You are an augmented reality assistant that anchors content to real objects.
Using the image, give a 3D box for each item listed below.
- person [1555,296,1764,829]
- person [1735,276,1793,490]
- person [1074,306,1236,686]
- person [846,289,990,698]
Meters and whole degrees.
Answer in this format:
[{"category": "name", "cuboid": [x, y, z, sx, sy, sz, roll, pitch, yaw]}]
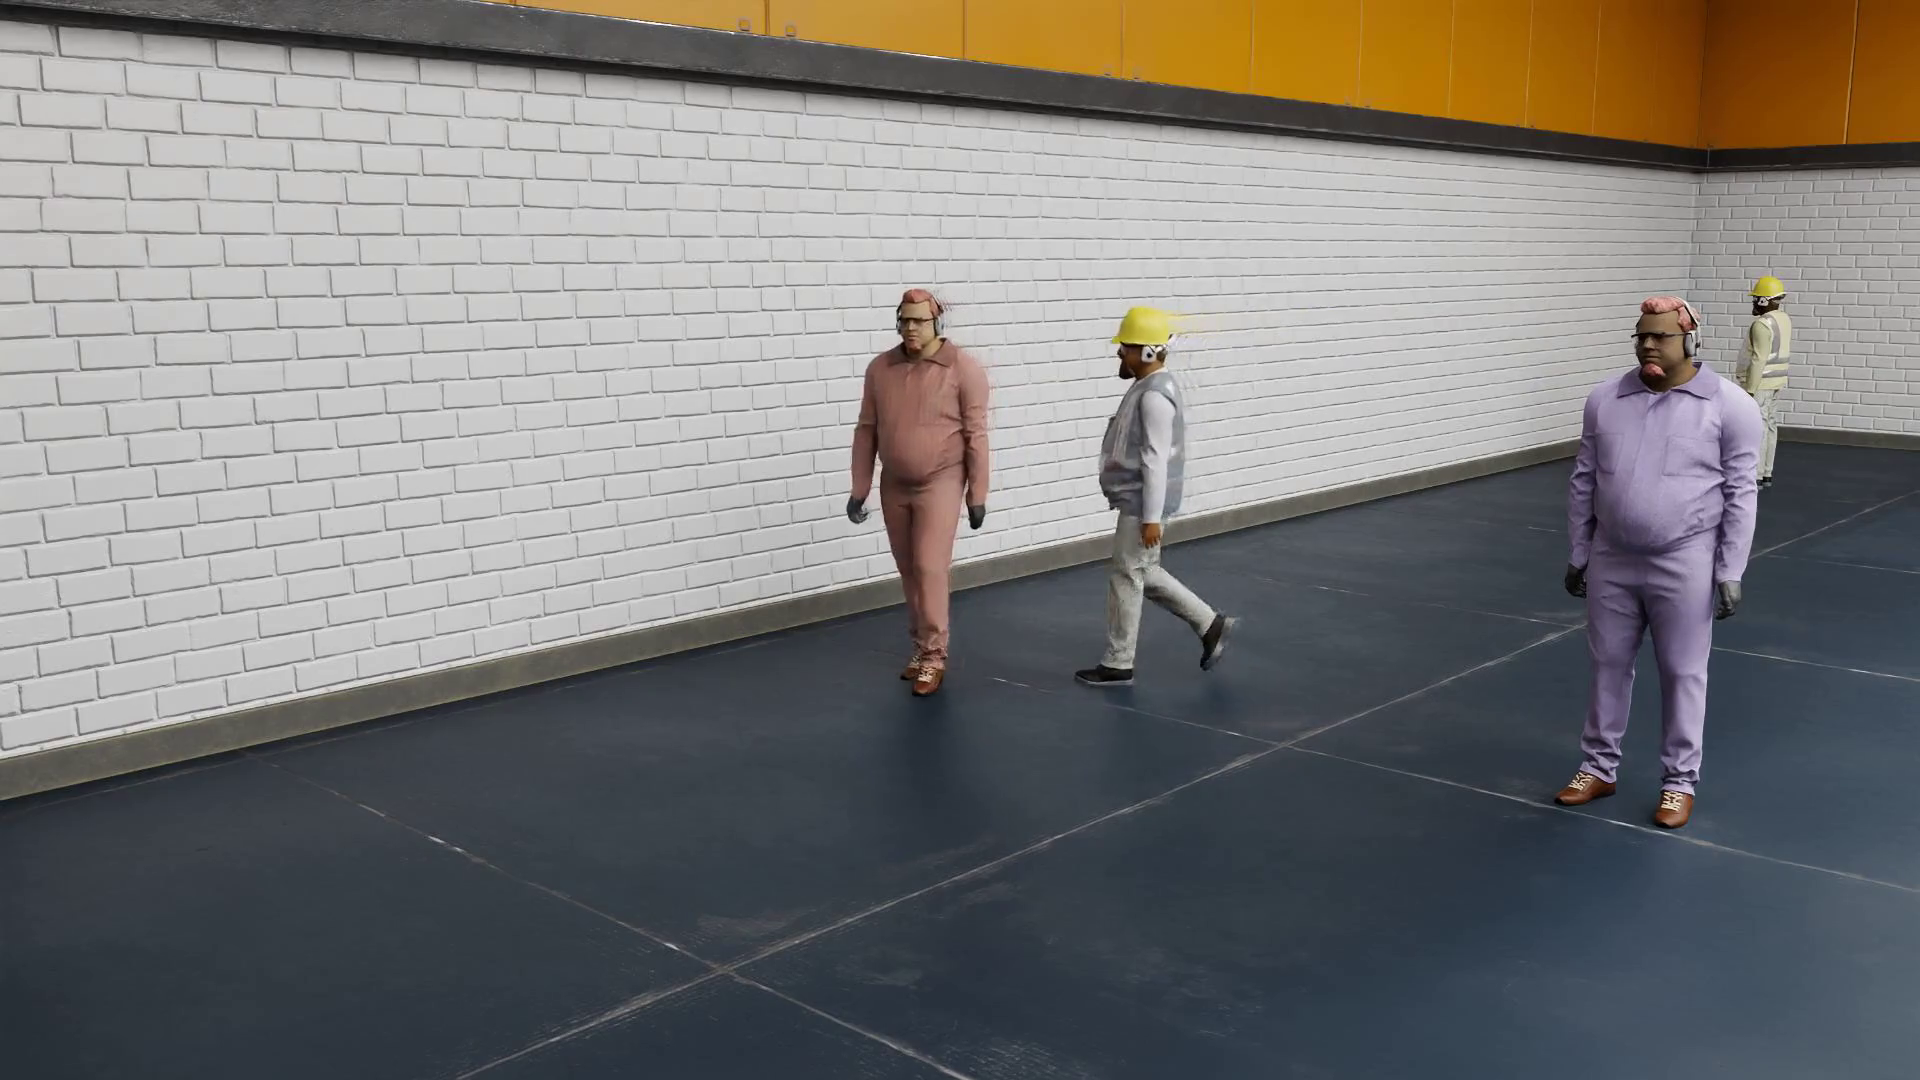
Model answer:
[{"category": "person", "cuboid": [2.499, 0.078, 6.020, 0.654, 1.906, 0.406, 9, 14, 43]}, {"category": "person", "cuboid": [6.916, -1.352, 14.369, 0.404, 1.833, 0.590, 9, 14, 43]}, {"category": "person", "cuboid": [0.935, -0.195, 7.848, 0.708, 1.812, 0.599, 1, 10, 3]}, {"category": "person", "cuboid": [-0.239, -0.221, 7.808, 0.648, 1.885, 0.726, 6, 11, 30]}]
